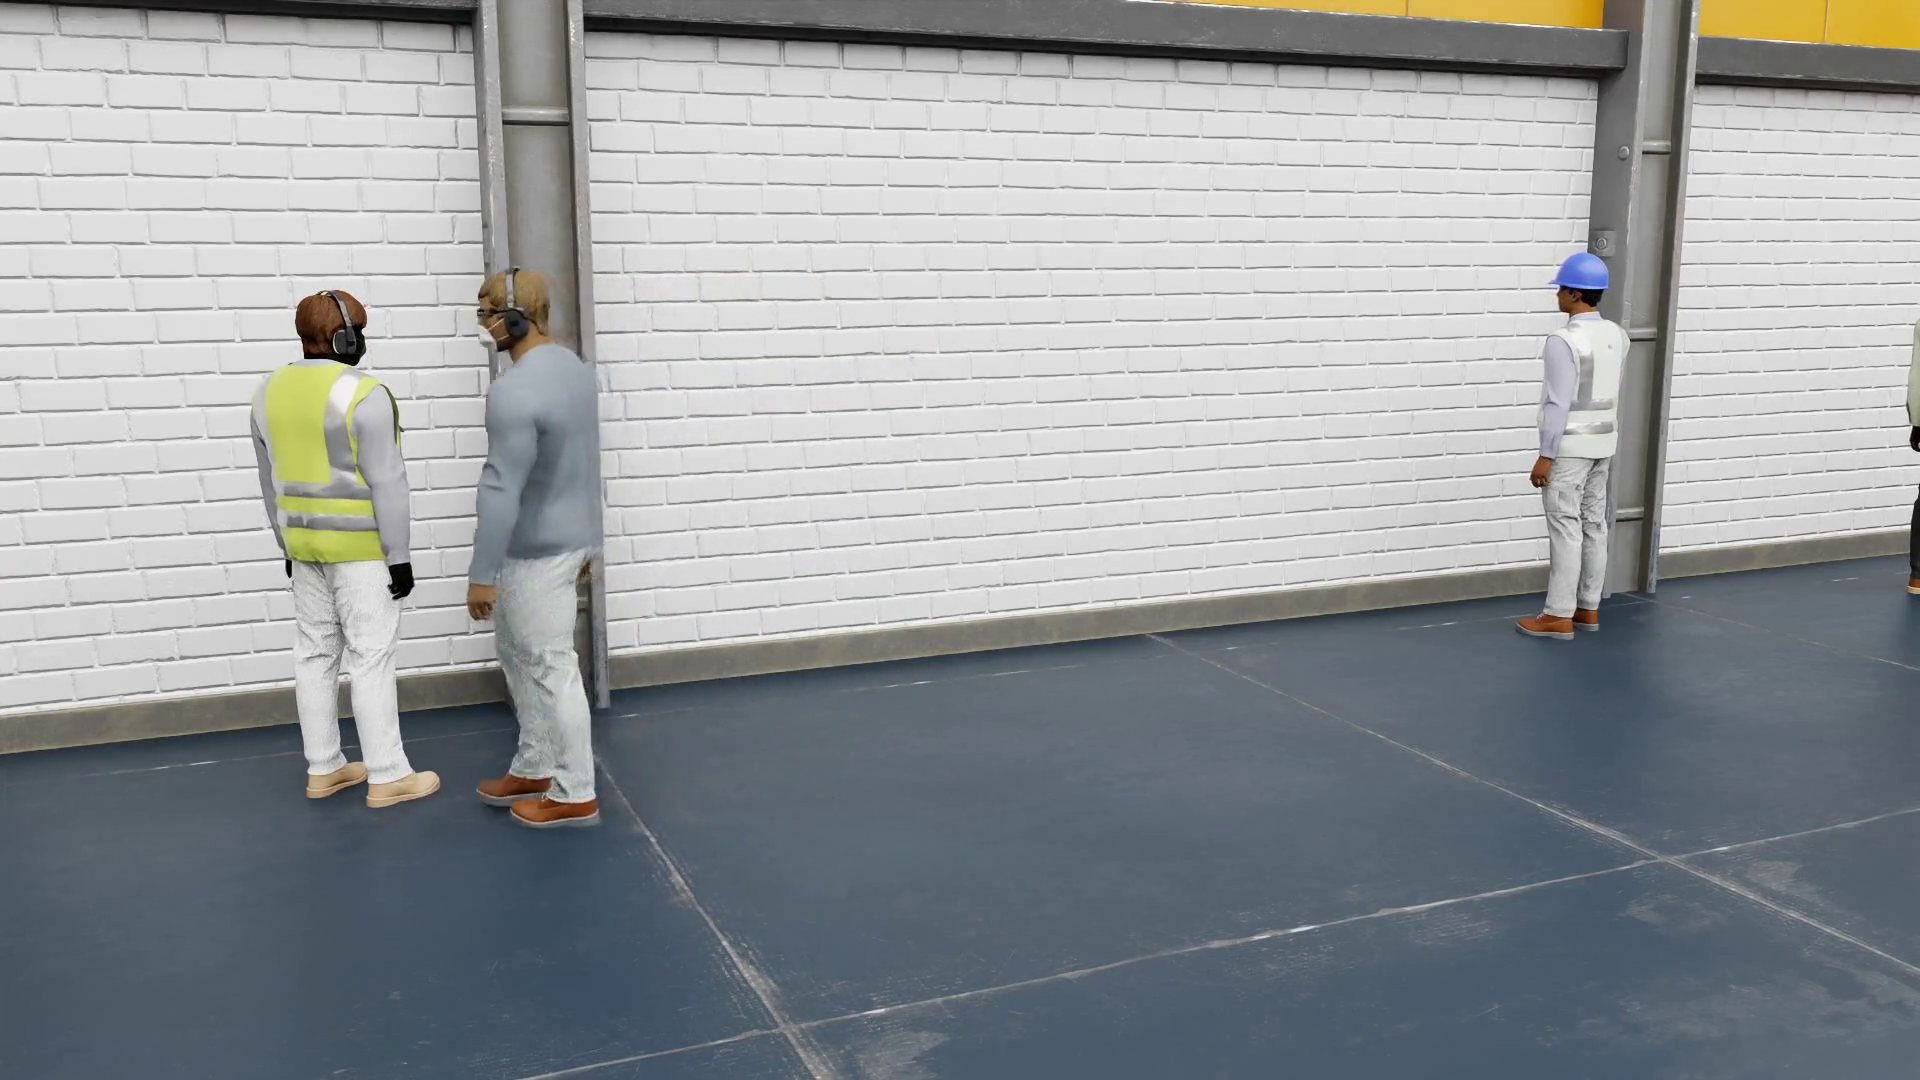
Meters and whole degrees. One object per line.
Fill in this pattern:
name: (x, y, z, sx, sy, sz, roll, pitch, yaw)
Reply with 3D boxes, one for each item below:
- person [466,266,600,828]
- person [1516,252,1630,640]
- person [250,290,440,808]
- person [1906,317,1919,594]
person: (-1.533, 0.048, 5.637, 0.620, 1.925, 0.662, 1, 10, 4)
person: (3.122, -0.470, 8.441, 0.606, 1.951, 0.382, -9, 13, -40)
person: (-2.192, 0.036, 5.951, 0.621, 1.845, 0.429, 5, 11, 25)
person: (5.640, -0.653, 9.334, 0.386, 1.992, 0.609, -7, 12, -34)
